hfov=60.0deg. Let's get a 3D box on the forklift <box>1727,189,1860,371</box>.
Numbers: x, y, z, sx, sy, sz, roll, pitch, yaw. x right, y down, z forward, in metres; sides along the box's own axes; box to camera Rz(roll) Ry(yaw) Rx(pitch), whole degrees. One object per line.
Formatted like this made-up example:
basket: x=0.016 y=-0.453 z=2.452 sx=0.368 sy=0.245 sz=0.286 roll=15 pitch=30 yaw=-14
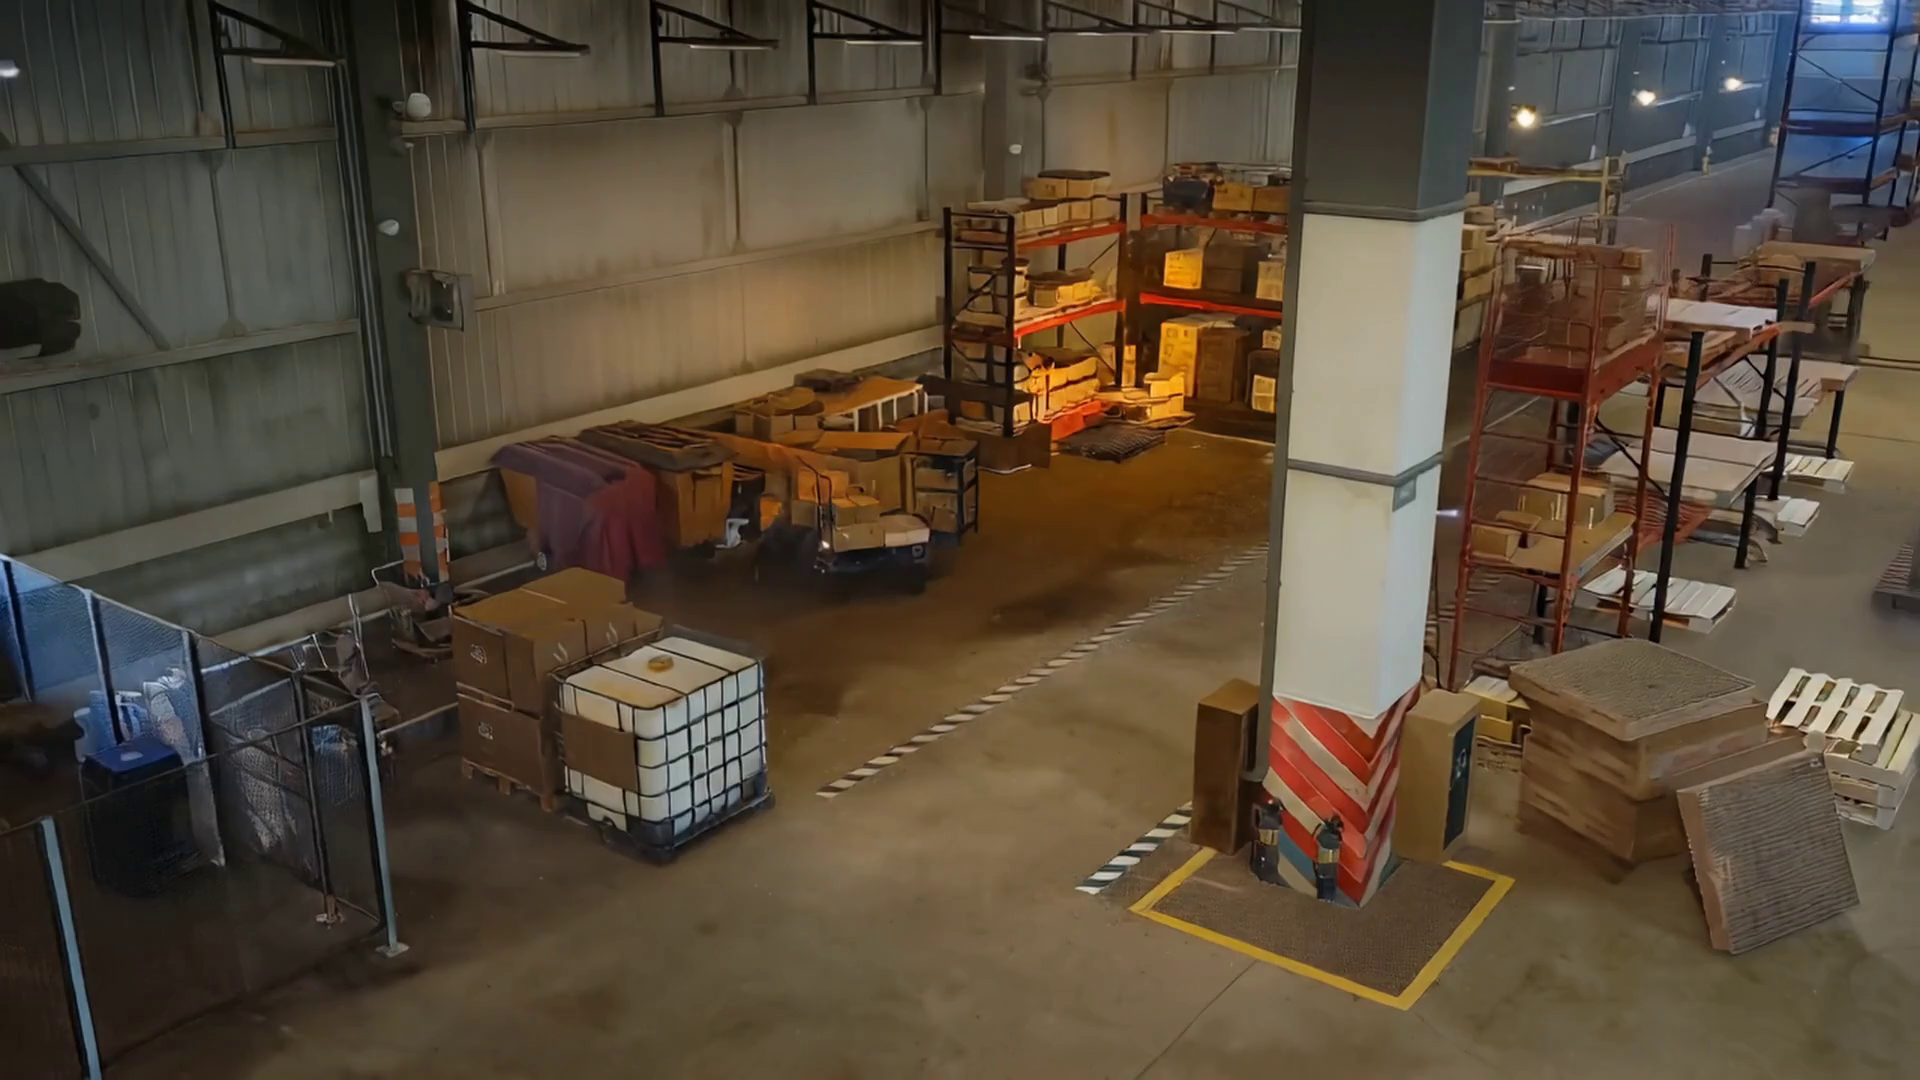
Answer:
forklift: x=13.127 y=-4.028 z=25.947 sx=1.873 sy=2.768 sz=1.129 roll=13 pitch=22 yaw=34
